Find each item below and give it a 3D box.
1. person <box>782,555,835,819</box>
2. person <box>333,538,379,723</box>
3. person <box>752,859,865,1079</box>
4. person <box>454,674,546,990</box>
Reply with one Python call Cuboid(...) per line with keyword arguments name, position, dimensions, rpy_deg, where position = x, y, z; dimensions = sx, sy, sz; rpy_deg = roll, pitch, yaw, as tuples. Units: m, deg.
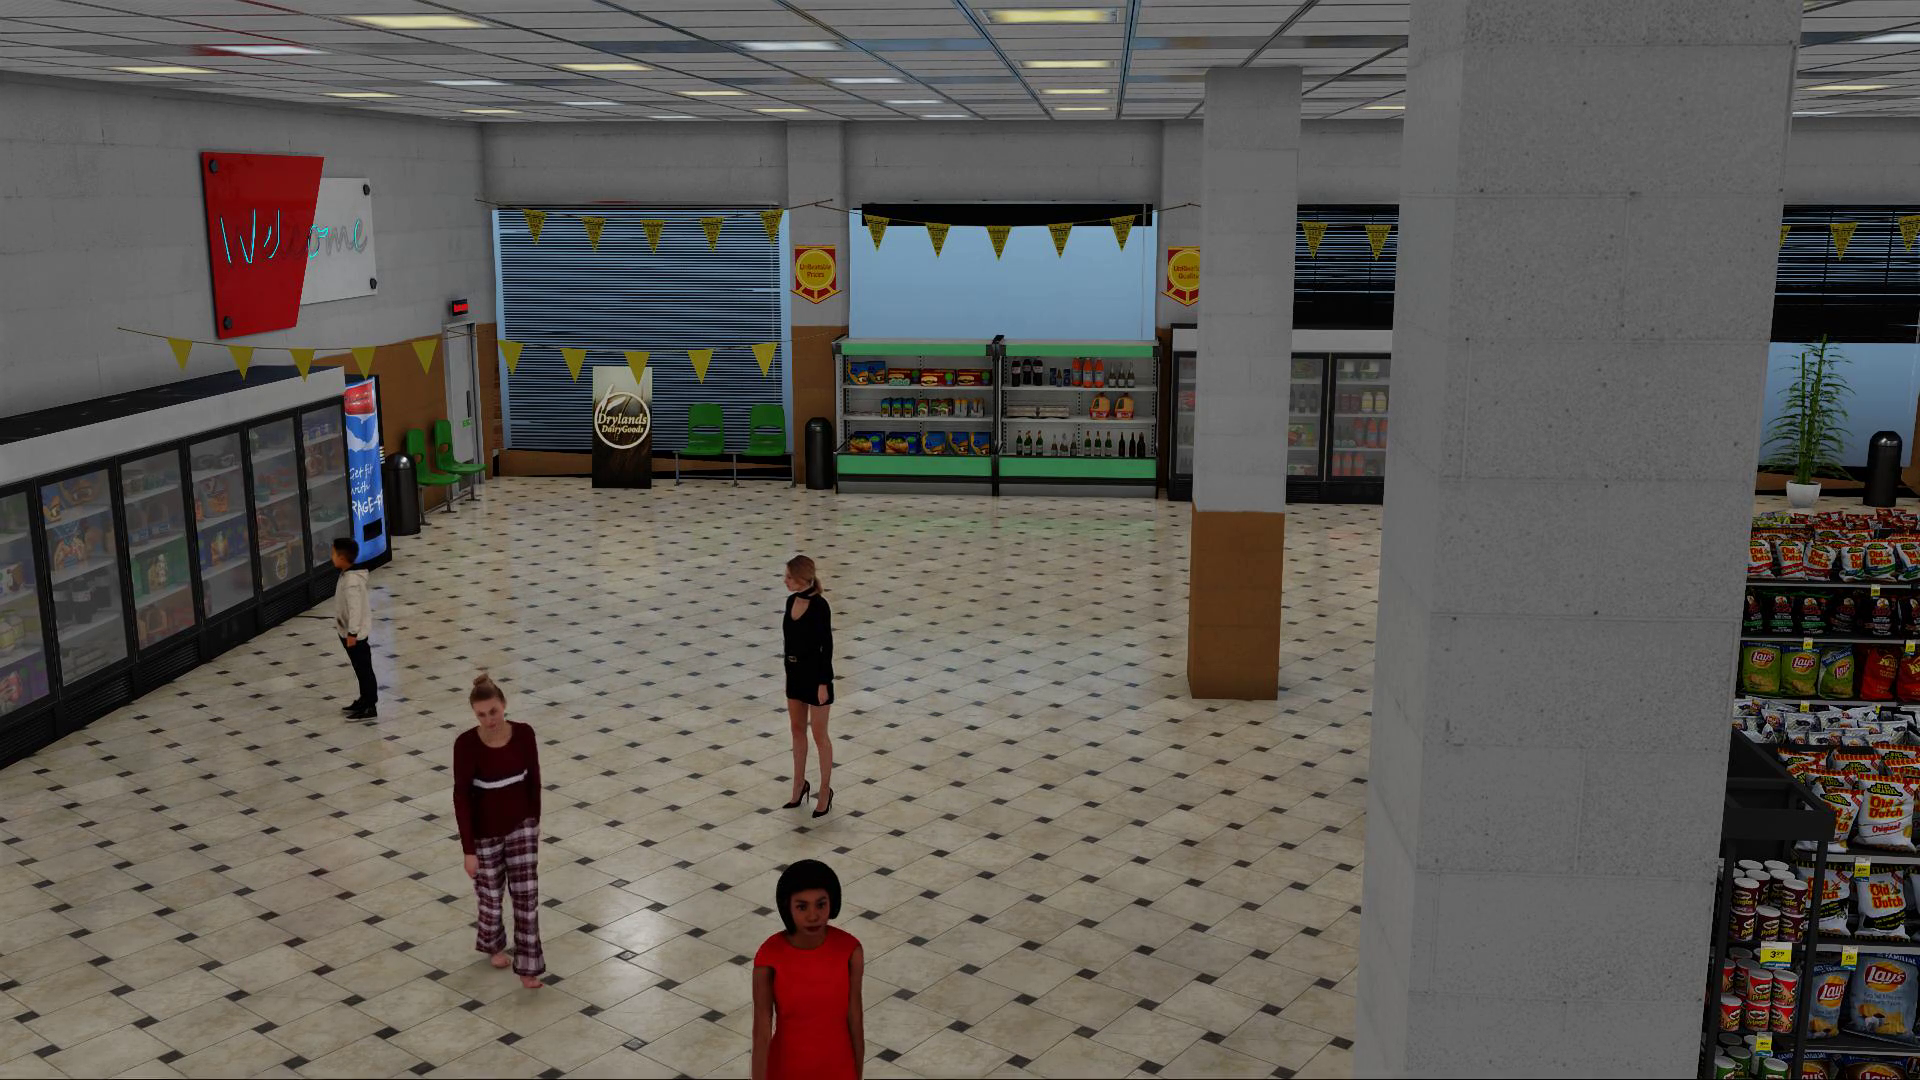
Cuboid(name="person", position=(-1.006, 0.950, 10.983), dimensions=(0.633, 1.767, 0.715), rpy_deg=(10, 16, 40))
Cuboid(name="person", position=(-4.718, 0.687, 12.995), dimensions=(0.646, 1.452, 0.647), rpy_deg=(-5, 13, -23))
Cuboid(name="person", position=(-0.583, 2.002, 6.157), dimensions=(1.067, 1.697, 0.863), rpy_deg=(-3, 12, -13))
Cuboid(name="person", position=(-2.408, 1.538, 8.679), dimensions=(0.957, 1.566, 0.983), rpy_deg=(-9, 15, -37))
